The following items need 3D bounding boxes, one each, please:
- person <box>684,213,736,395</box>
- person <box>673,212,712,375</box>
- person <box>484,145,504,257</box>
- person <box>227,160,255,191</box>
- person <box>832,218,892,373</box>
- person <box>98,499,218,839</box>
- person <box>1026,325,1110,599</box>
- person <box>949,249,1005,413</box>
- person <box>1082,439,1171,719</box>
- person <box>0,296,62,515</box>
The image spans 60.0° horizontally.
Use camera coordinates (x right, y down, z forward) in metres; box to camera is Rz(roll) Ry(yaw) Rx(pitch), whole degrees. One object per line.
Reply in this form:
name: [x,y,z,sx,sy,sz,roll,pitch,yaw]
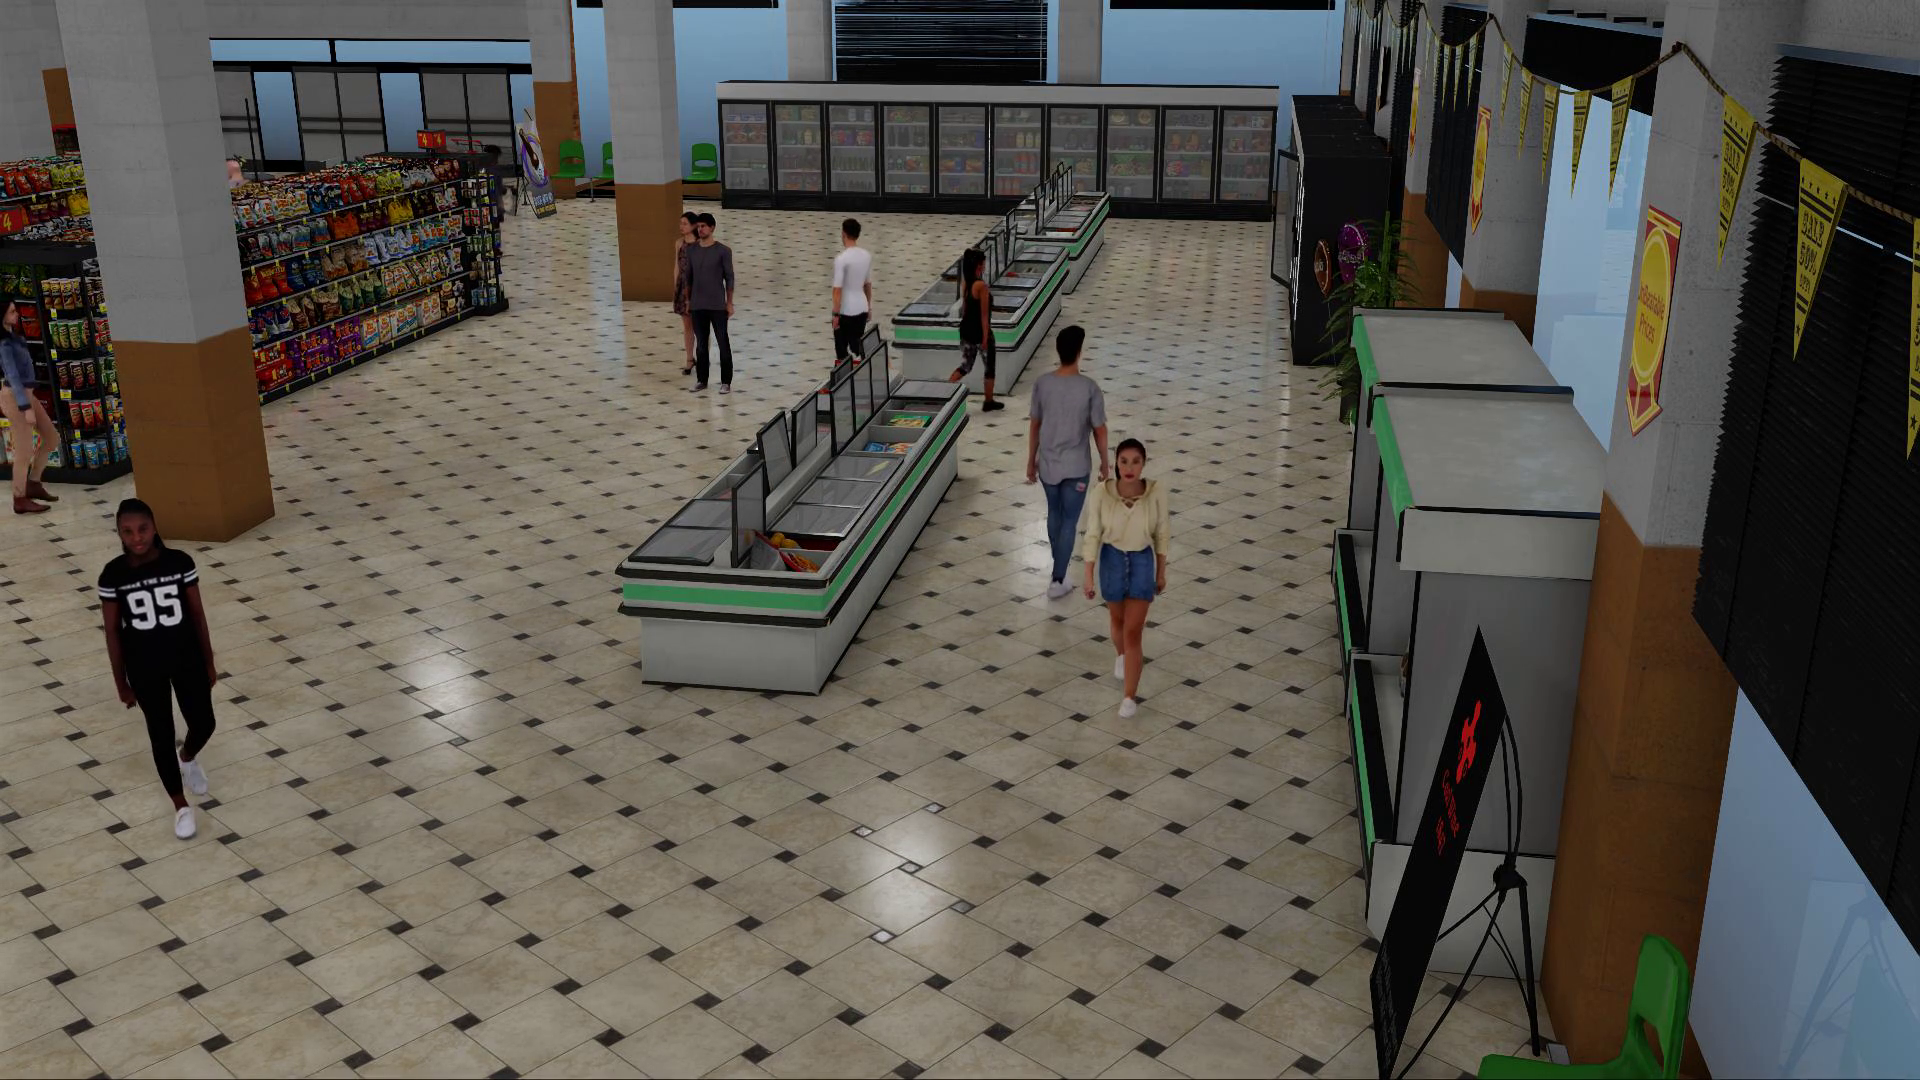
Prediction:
person: [-2.587,-2.452,17.216,0.699,1.852,0.554,5,19,15]
person: [-2.869,-2.644,17.908,0.727,1.773,0.742,8,20,21]
person: [-7.186,-5.227,25.677,0.877,1.704,0.670,-8,20,-23]
person: [-9.646,-4.170,22.388,1.035,1.803,1.256,-5,19,-14]
person: [-1.014,-2.299,16.794,1.022,1.832,1.067,13,23,33]
person: [-3.988,0.615,8.327,0.847,1.720,0.915,-11,22,-29]
person: [0.685,-0.507,11.427,0.832,1.864,1.006,8,20,22]
person: [0.086,-2.001,16.218,1.095,1.636,1.010,-14,23,-35]
person: [0.980,0.182,9.825,0.650,1.583,1.111,3,19,9]
person: [-7.567,-1.049,13.214,0.814,1.750,0.731,-7,20,-20]
